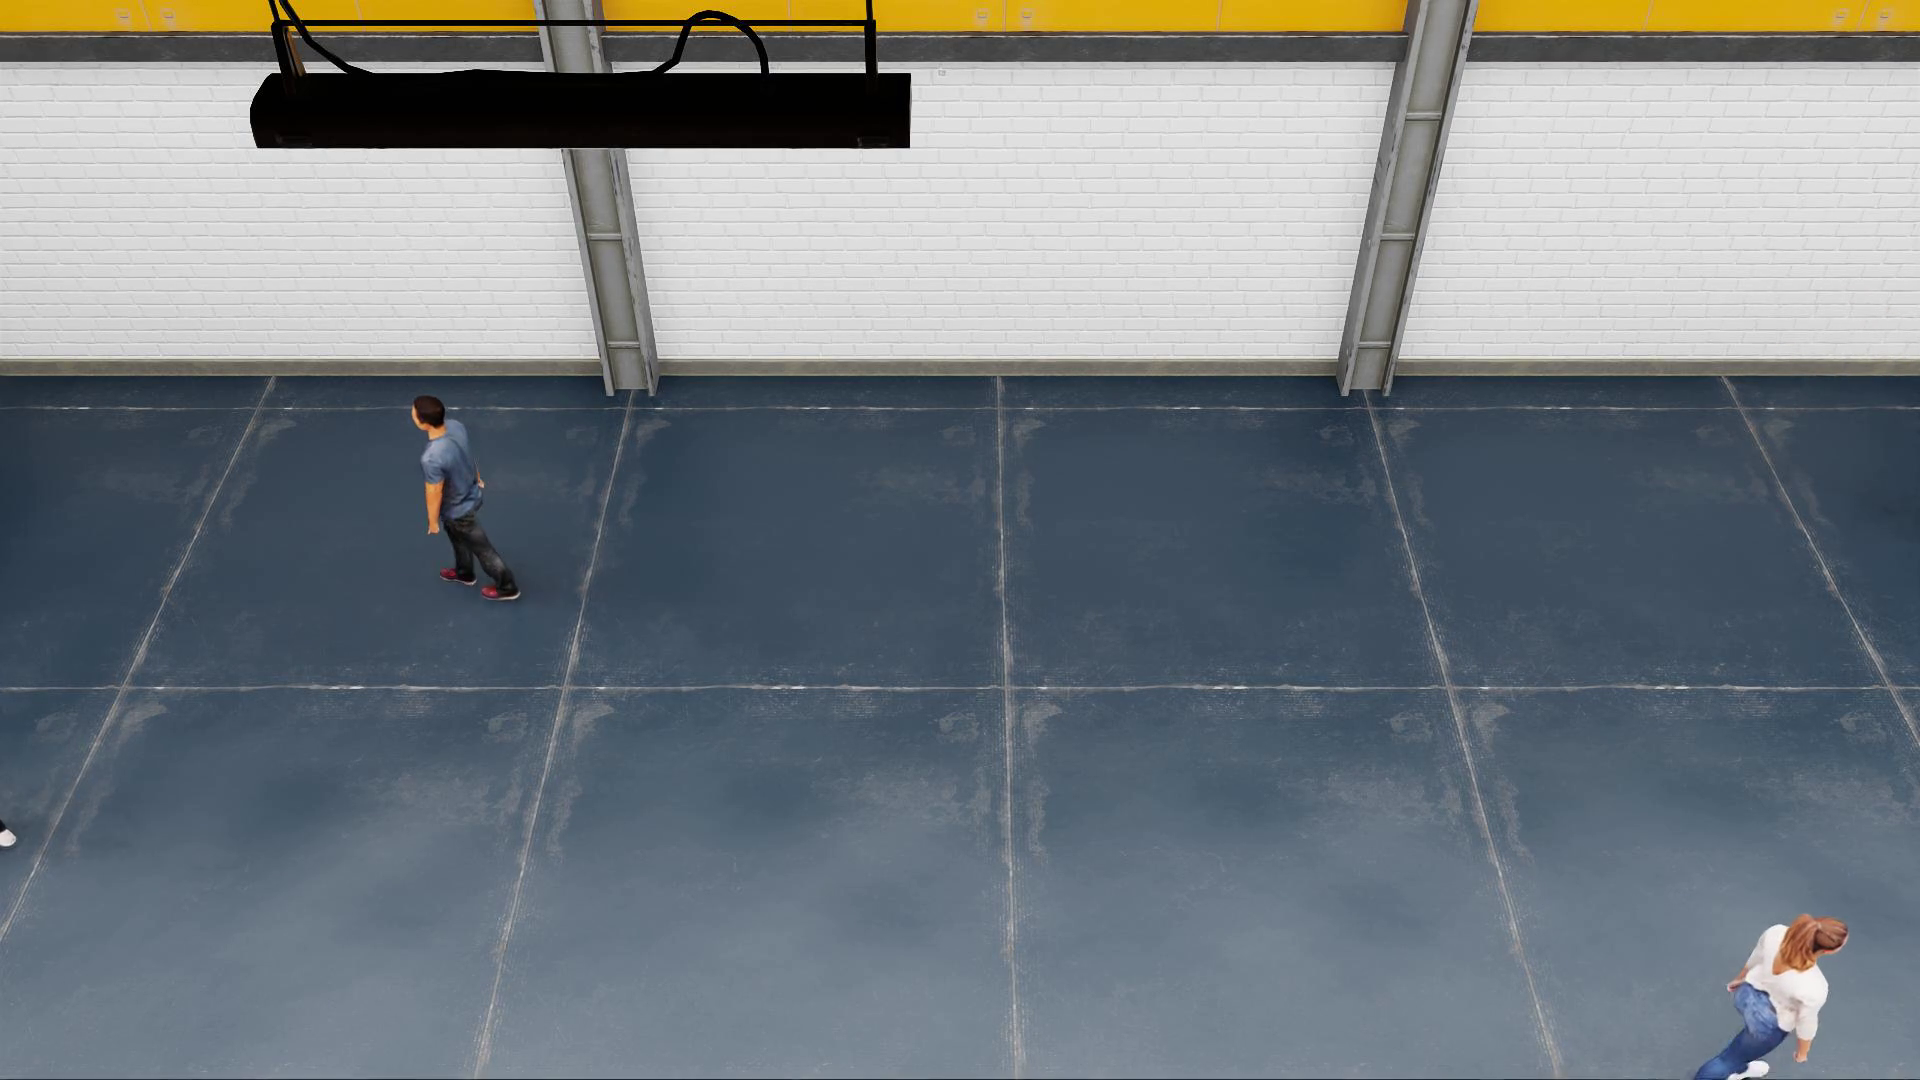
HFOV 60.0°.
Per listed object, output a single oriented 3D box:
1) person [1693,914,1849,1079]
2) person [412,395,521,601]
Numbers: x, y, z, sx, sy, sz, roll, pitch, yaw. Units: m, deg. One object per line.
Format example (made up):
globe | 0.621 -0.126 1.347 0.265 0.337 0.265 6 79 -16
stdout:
person | 4.035 2.449 8.535 0.840 1.697 0.673 -4 44 -4
person | -3.311 -0.255 11.305 0.899 1.792 0.742 5 44 5
